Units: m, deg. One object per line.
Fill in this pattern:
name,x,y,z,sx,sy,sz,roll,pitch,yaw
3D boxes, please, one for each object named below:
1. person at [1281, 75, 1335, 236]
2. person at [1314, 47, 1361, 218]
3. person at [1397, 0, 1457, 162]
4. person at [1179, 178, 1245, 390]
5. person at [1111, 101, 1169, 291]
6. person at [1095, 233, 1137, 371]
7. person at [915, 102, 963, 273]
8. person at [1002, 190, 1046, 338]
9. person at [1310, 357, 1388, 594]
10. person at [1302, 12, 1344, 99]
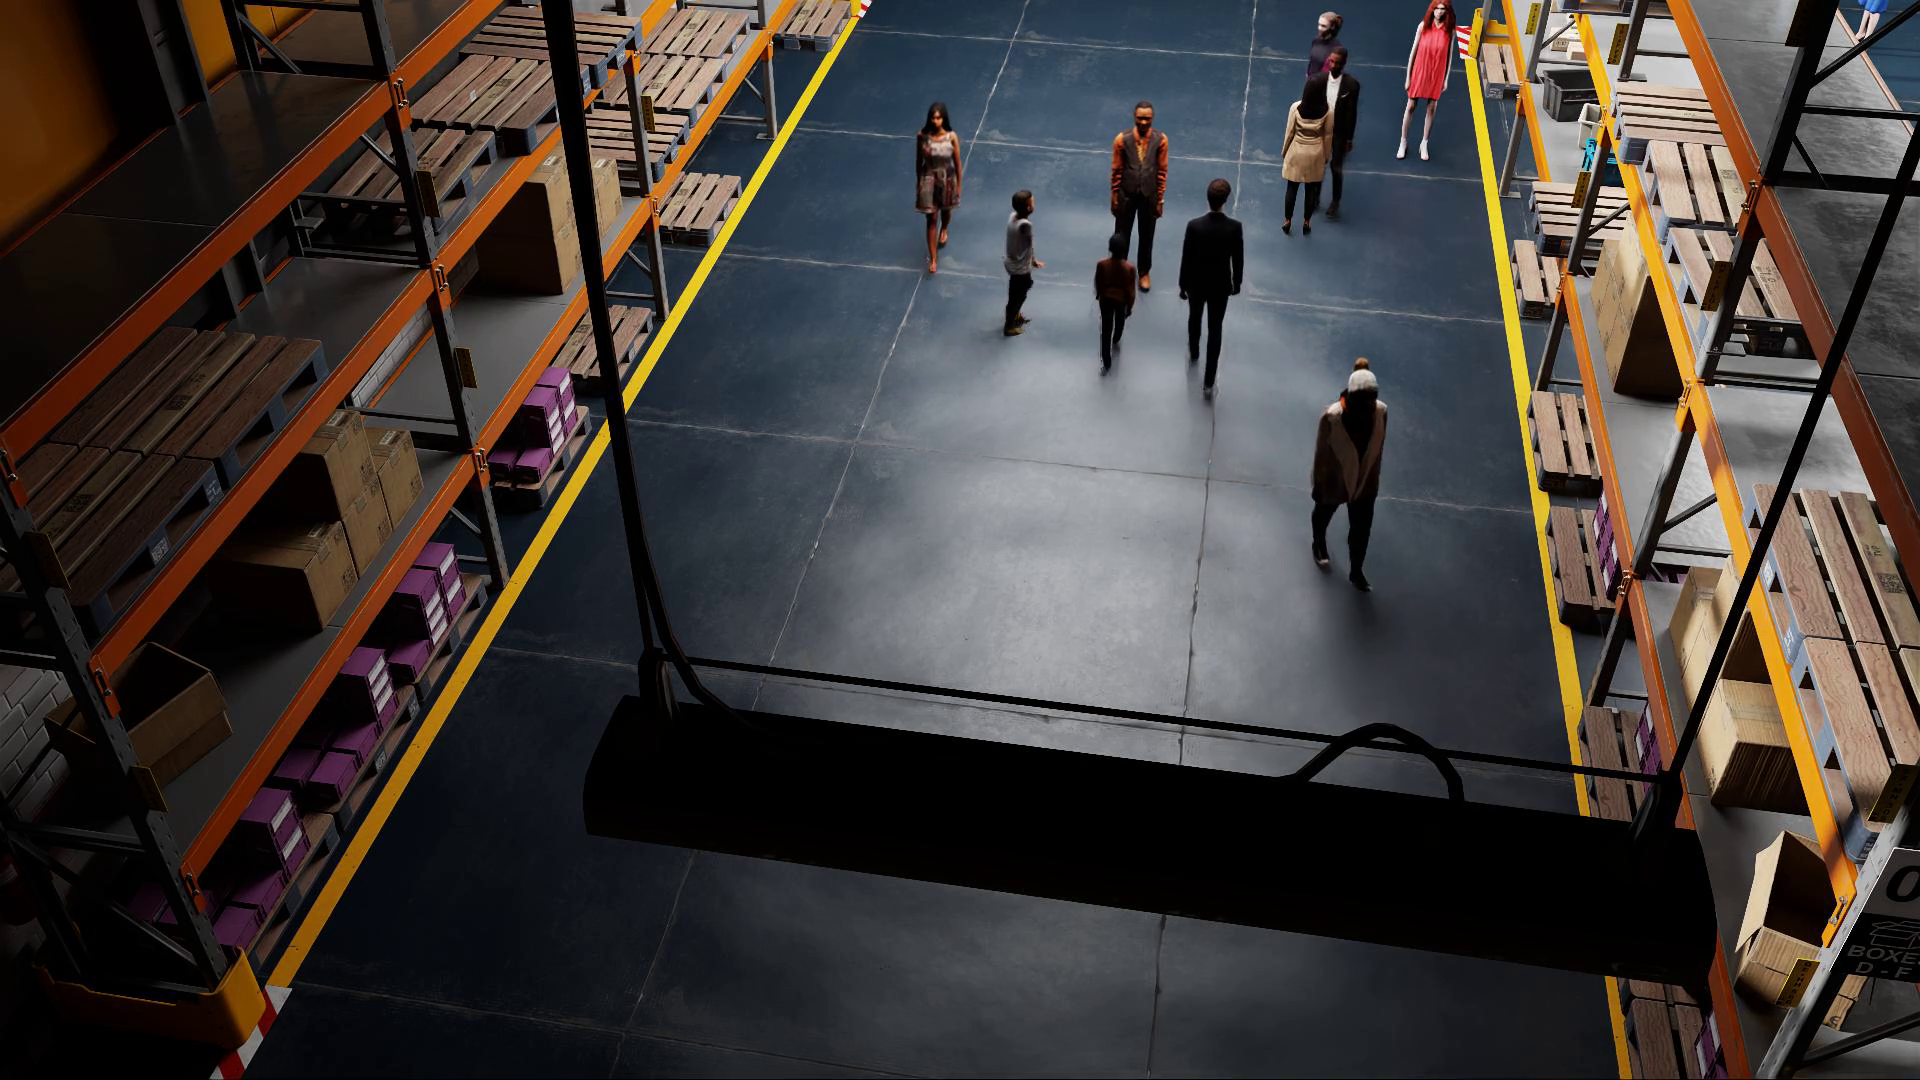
person,3.466,-3.854,16.679,0.640,1.682,0.499,6,39,8
person,3.803,-4.173,16.993,0.736,1.790,0.699,21,43,24
person,5.063,-5.007,18.007,0.598,1.827,0.491,6,39,7
person,2.175,-2.185,14.446,0.795,1.861,1.235,3,39,4
person,1.683,-3.274,15.773,0.709,1.906,0.634,2,39,2
person,1.361,-2.110,14.865,0.547,1.222,0.909,8,39,10
person,-0.194,-3.542,16.357,0.694,1.598,1.133,3,39,3
person,0.477,-2.552,15.240,0.763,1.444,0.705,-18,42,-22
person,2.859,-0.573,12.423,0.903,1.867,1.066,-5,39,-6
person,3.924,-4.834,17.882,1.102,1.713,1.090,-22,43,-25
